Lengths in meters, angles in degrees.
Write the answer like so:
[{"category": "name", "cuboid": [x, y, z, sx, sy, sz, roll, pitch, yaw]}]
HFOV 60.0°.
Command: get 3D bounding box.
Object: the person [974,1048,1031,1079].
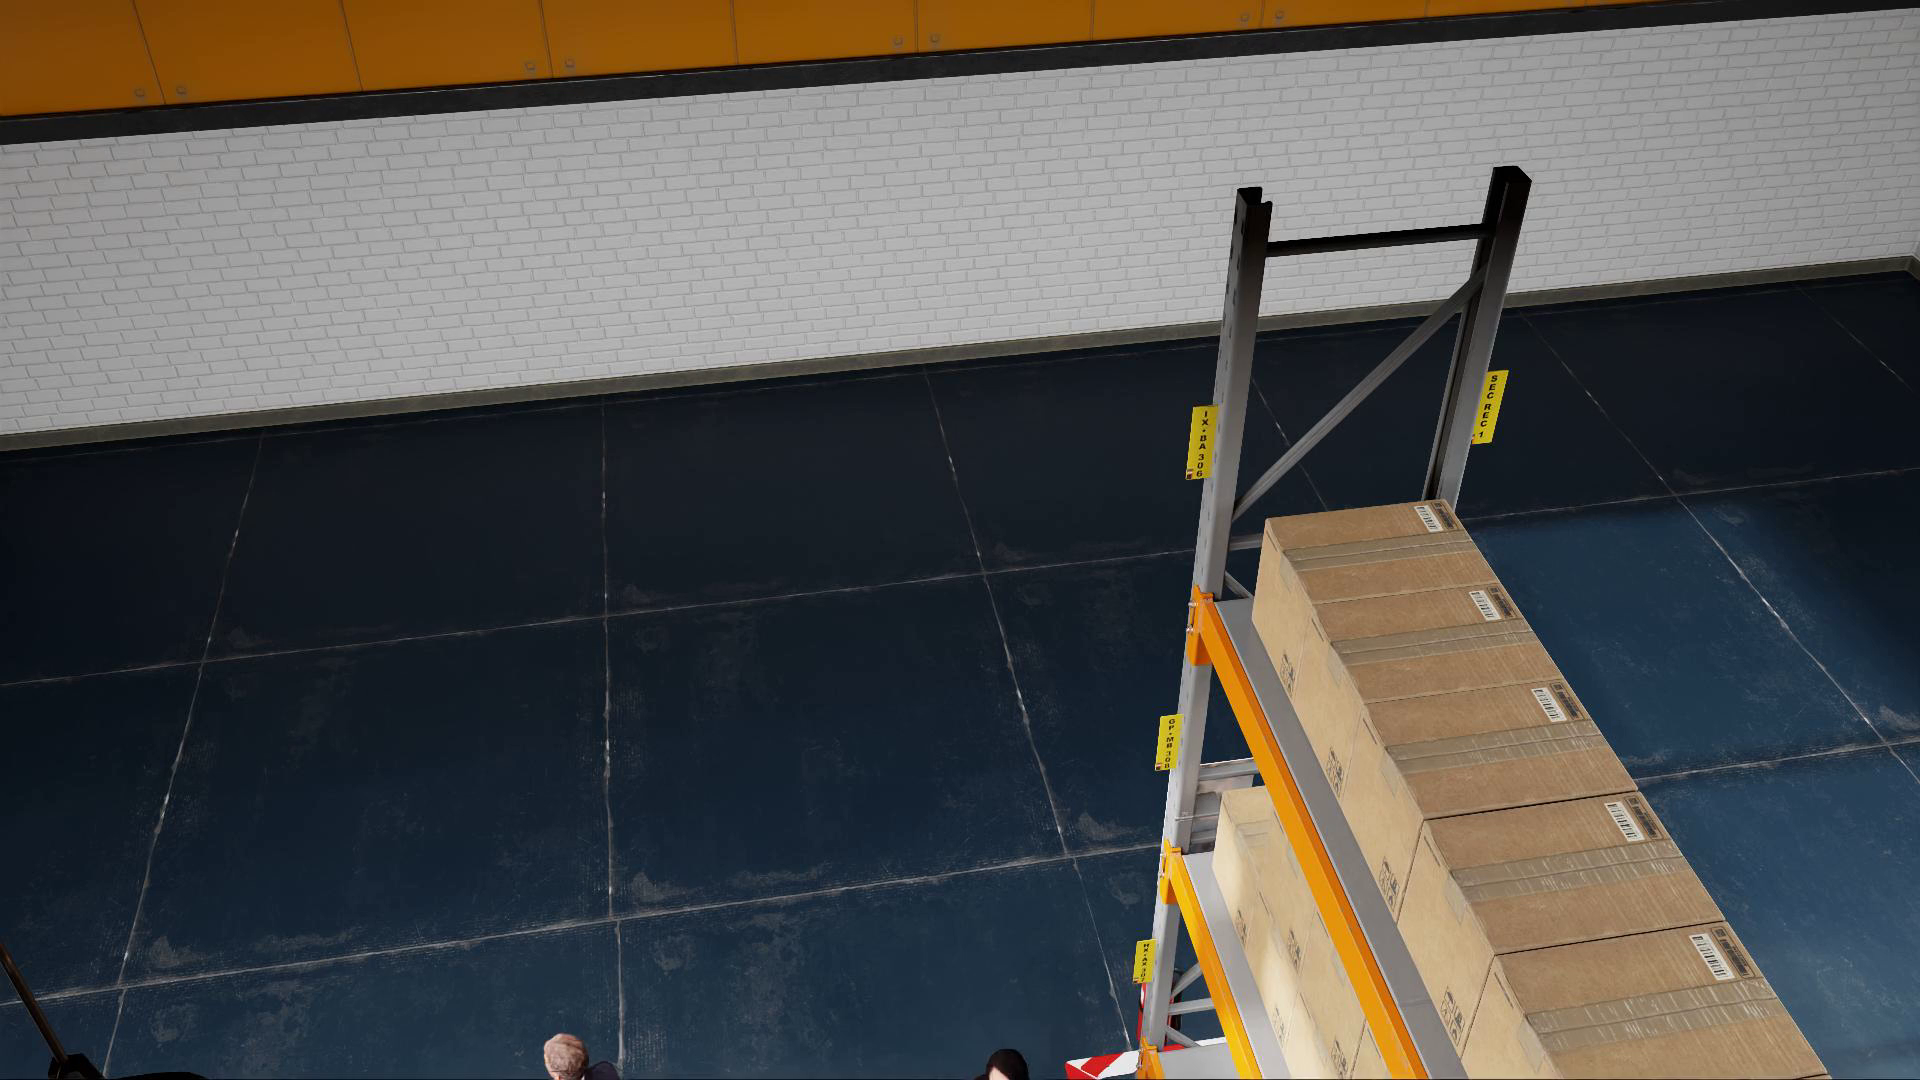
[{"category": "person", "cuboid": [0.218, 3.052, 8.563, 0.687, 1.643, 0.721, 5, 39, 6]}]
